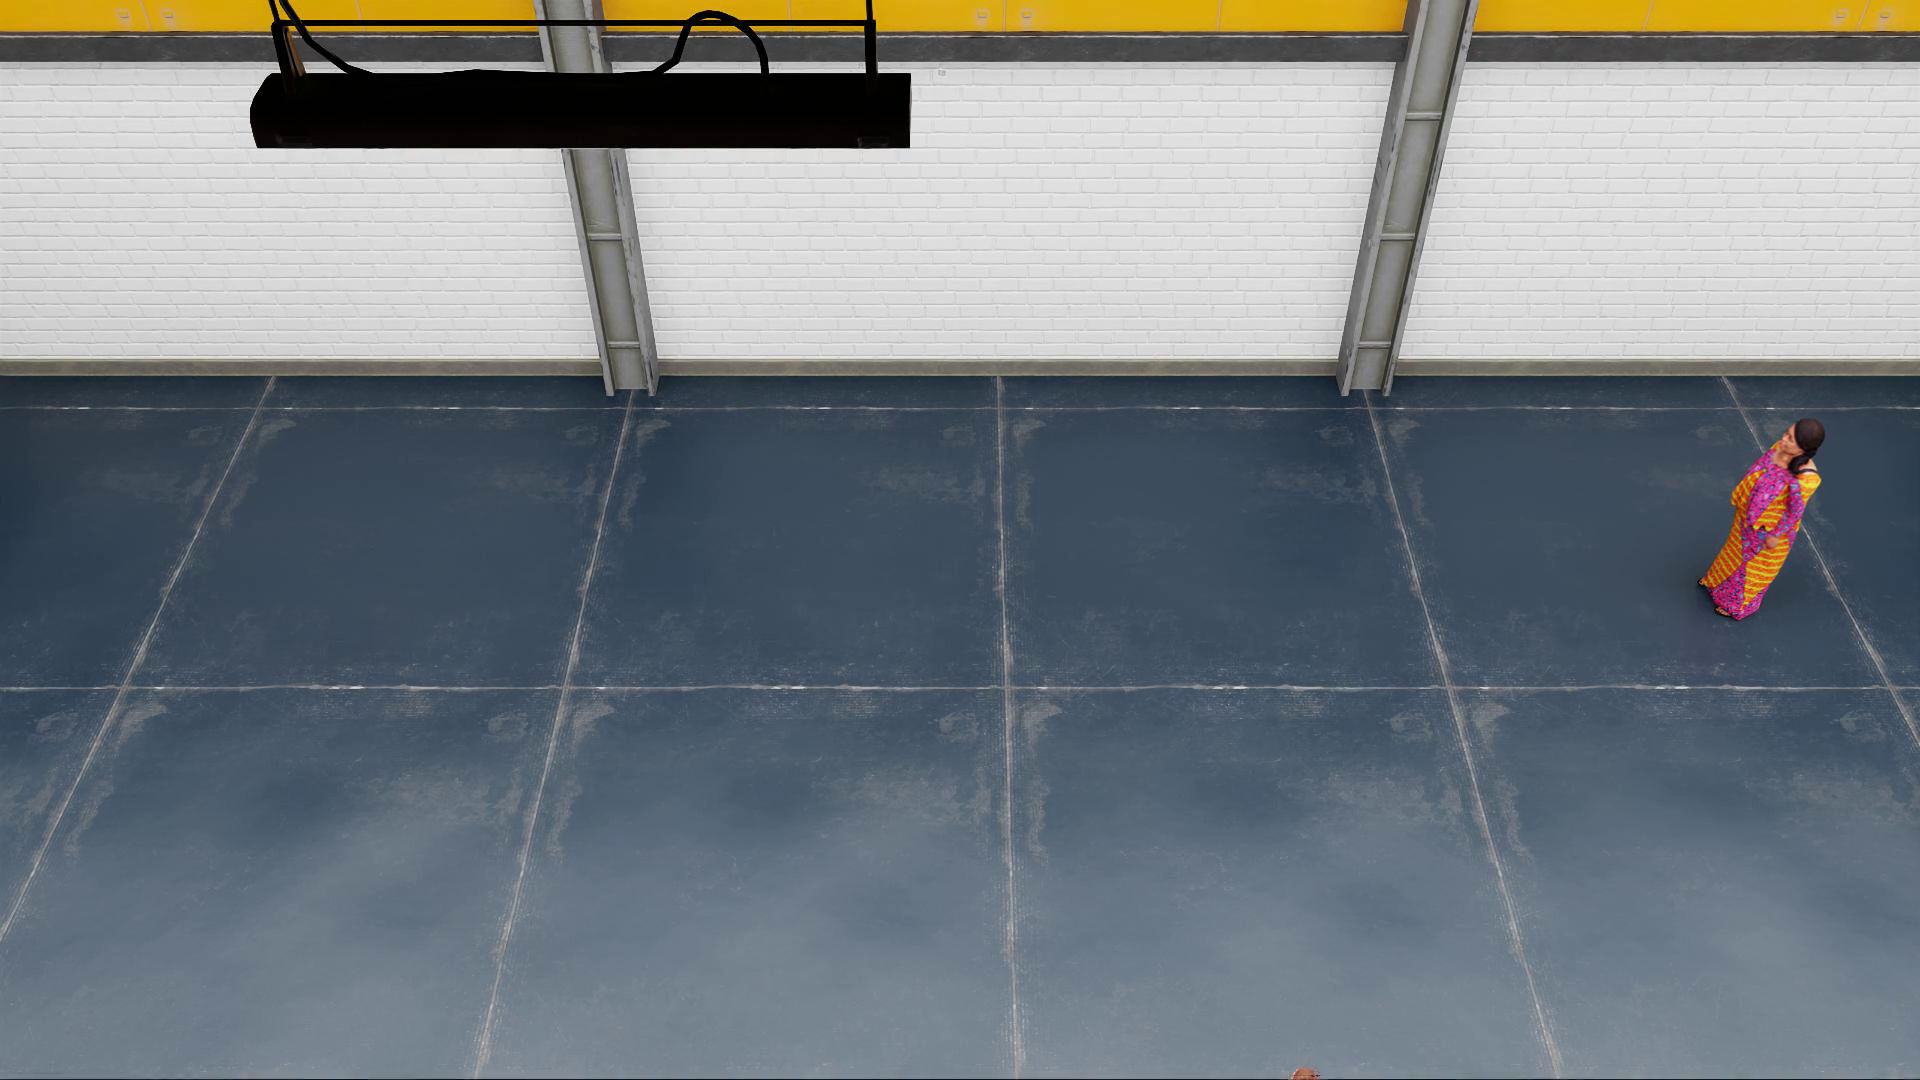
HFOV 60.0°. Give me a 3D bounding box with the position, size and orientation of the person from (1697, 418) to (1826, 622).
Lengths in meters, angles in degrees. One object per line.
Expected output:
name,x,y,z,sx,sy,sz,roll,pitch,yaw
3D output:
person,5.485,-0.184,11.307,0.658,1.686,0.651,-3,44,-3
